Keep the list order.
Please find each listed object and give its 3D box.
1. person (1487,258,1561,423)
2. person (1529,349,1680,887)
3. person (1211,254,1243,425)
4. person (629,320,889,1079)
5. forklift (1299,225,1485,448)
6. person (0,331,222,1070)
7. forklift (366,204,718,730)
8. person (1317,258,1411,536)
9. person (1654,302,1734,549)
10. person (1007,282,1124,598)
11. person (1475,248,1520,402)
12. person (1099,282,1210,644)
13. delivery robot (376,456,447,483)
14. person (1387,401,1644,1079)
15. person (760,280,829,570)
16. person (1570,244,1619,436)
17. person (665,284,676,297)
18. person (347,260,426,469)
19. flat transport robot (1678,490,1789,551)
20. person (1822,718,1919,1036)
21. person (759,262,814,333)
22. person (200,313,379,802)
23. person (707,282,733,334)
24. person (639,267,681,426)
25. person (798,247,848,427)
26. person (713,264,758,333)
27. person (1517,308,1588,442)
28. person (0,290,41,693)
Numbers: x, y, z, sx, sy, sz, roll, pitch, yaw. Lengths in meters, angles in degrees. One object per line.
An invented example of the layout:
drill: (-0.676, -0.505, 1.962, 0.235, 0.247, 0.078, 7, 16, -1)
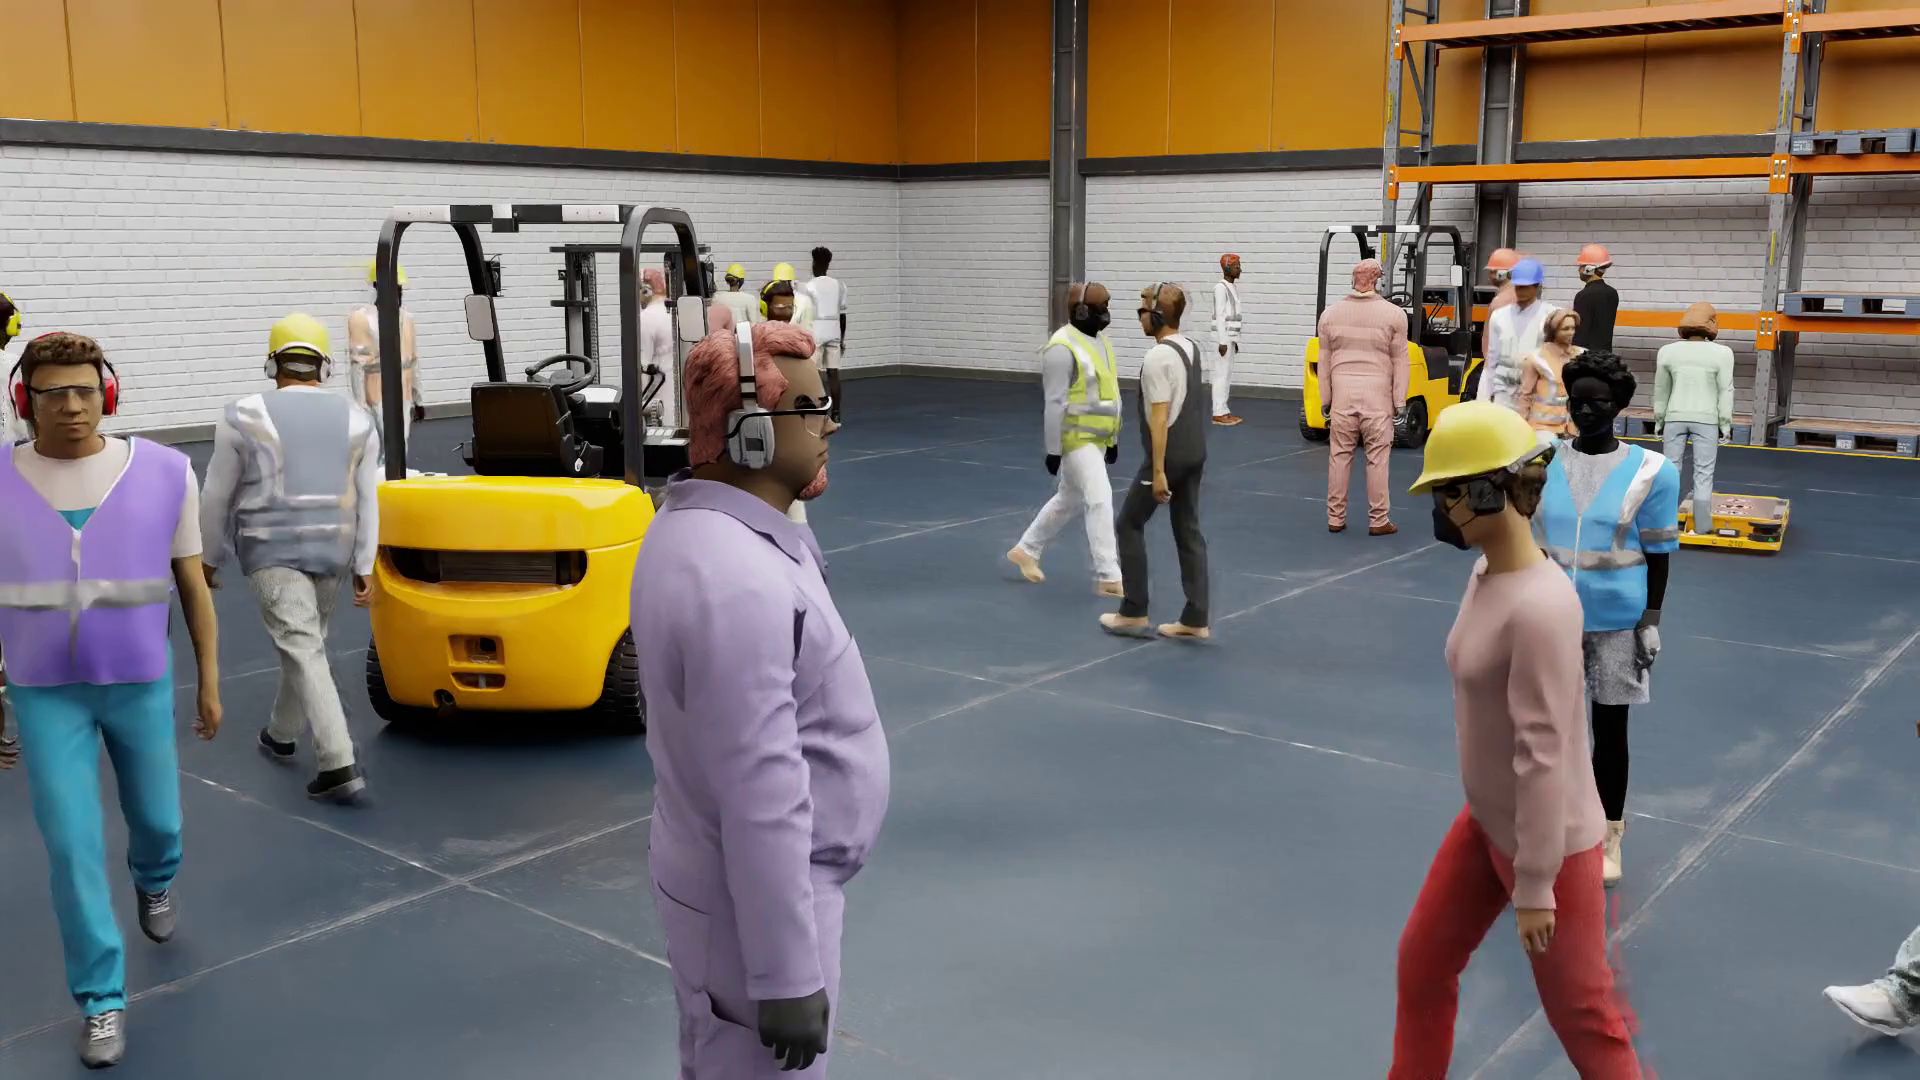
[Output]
person: (4.183, -1.112, 12.241, 0.613, 1.914, 0.881, 8, 13, 39)
person: (1.975, 0.246, 5.290, 0.535, 1.697, 0.318, 6, 12, 30)
person: (2.963, -2.217, 18.424, 0.353, 1.883, 0.577, 4, 11, 20)
person: (-0.317, 0.598, 2.753, 0.407, 1.910, 0.639, -3, 11, -16)
forklift: (4.449, -2.115, 16.993, 1.214, 2.155, 2.313, 8, 13, 38)
person: (-2.252, 0.357, 4.342, 0.575, 1.821, 0.793, -5, 11, -26)
forklift: (-1.766, -0.406, 7.525, 1.214, 2.155, 2.313, 1, 10, 7)
person: (2.797, -0.981, 11.507, 0.644, 1.908, 0.408, 6, 12, 30)
person: (4.849, -0.755, 11.018, 0.498, 1.631, 0.284, 8, 13, 39)
person: (0.662, -0.590, 9.640, 0.916, 1.809, 0.633, 5, 12, 27)
person: (4.663, -1.481, 14.102, 0.829, 1.973, 0.625, 9, 13, 39)
person: (0.993, -0.393, 8.471, 0.732, 1.815, 0.517, 8, 13, 37)
delivery robot: (-3.906, -0.338, 11.431, 0.707, 0.478, 0.477, -1, 10, -6)
person: (1.056, 0.586, 3.338, 0.803, 1.710, 0.593, 1, 10, 4)
person: (-1.176, -0.702, 10.295, 0.554, 1.794, 0.948, -8, 13, -37)
person: (5.444, -1.550, 14.406, 0.612, 1.997, 0.375, -10, 14, -43)
person: (-2.809, -1.783, 16.812, 0.533, 1.601, 0.851, -8, 13, -39)
person: (-3.945, -0.997, 11.559, 0.416, 1.915, 0.609, 4, 11, 20)
flat transport robot: (5.308, -0.149, 11.428, 0.652, 0.197, 1.431, 5, 12, 28)
person: (2.640, 0.446, 4.199, 0.926, 1.681, 0.520, -1, 10, -4)
person: (-1.784, -1.930, 17.024, 0.587, 1.812, 0.453, 1, 10, 7)
person: (-2.453, 0.050, 6.203, 0.976, 1.772, 0.591, 9, 14, 41)
person: (-2.397, -1.643, 15.635, 0.546, 1.750, 0.590, -9, 13, -40)
person: (-2.113, -1.049, 12.085, 0.990, 1.850, 0.682, 4, 11, 19)
person: (-1.525, -2.187, 18.069, 0.680, 1.954, 0.364, -7, 13, -35)
person: (-2.521, -2.216, 18.737, 0.526, 1.769, 0.329, 2, 11, 13)
person: (3.918, -0.744, 11.043, 0.505, 1.599, 0.857, -4, 11, -19)
person: (-4.431, -0.248, 7.699, 0.535, 1.812, 0.985, -3, 11, -14)
